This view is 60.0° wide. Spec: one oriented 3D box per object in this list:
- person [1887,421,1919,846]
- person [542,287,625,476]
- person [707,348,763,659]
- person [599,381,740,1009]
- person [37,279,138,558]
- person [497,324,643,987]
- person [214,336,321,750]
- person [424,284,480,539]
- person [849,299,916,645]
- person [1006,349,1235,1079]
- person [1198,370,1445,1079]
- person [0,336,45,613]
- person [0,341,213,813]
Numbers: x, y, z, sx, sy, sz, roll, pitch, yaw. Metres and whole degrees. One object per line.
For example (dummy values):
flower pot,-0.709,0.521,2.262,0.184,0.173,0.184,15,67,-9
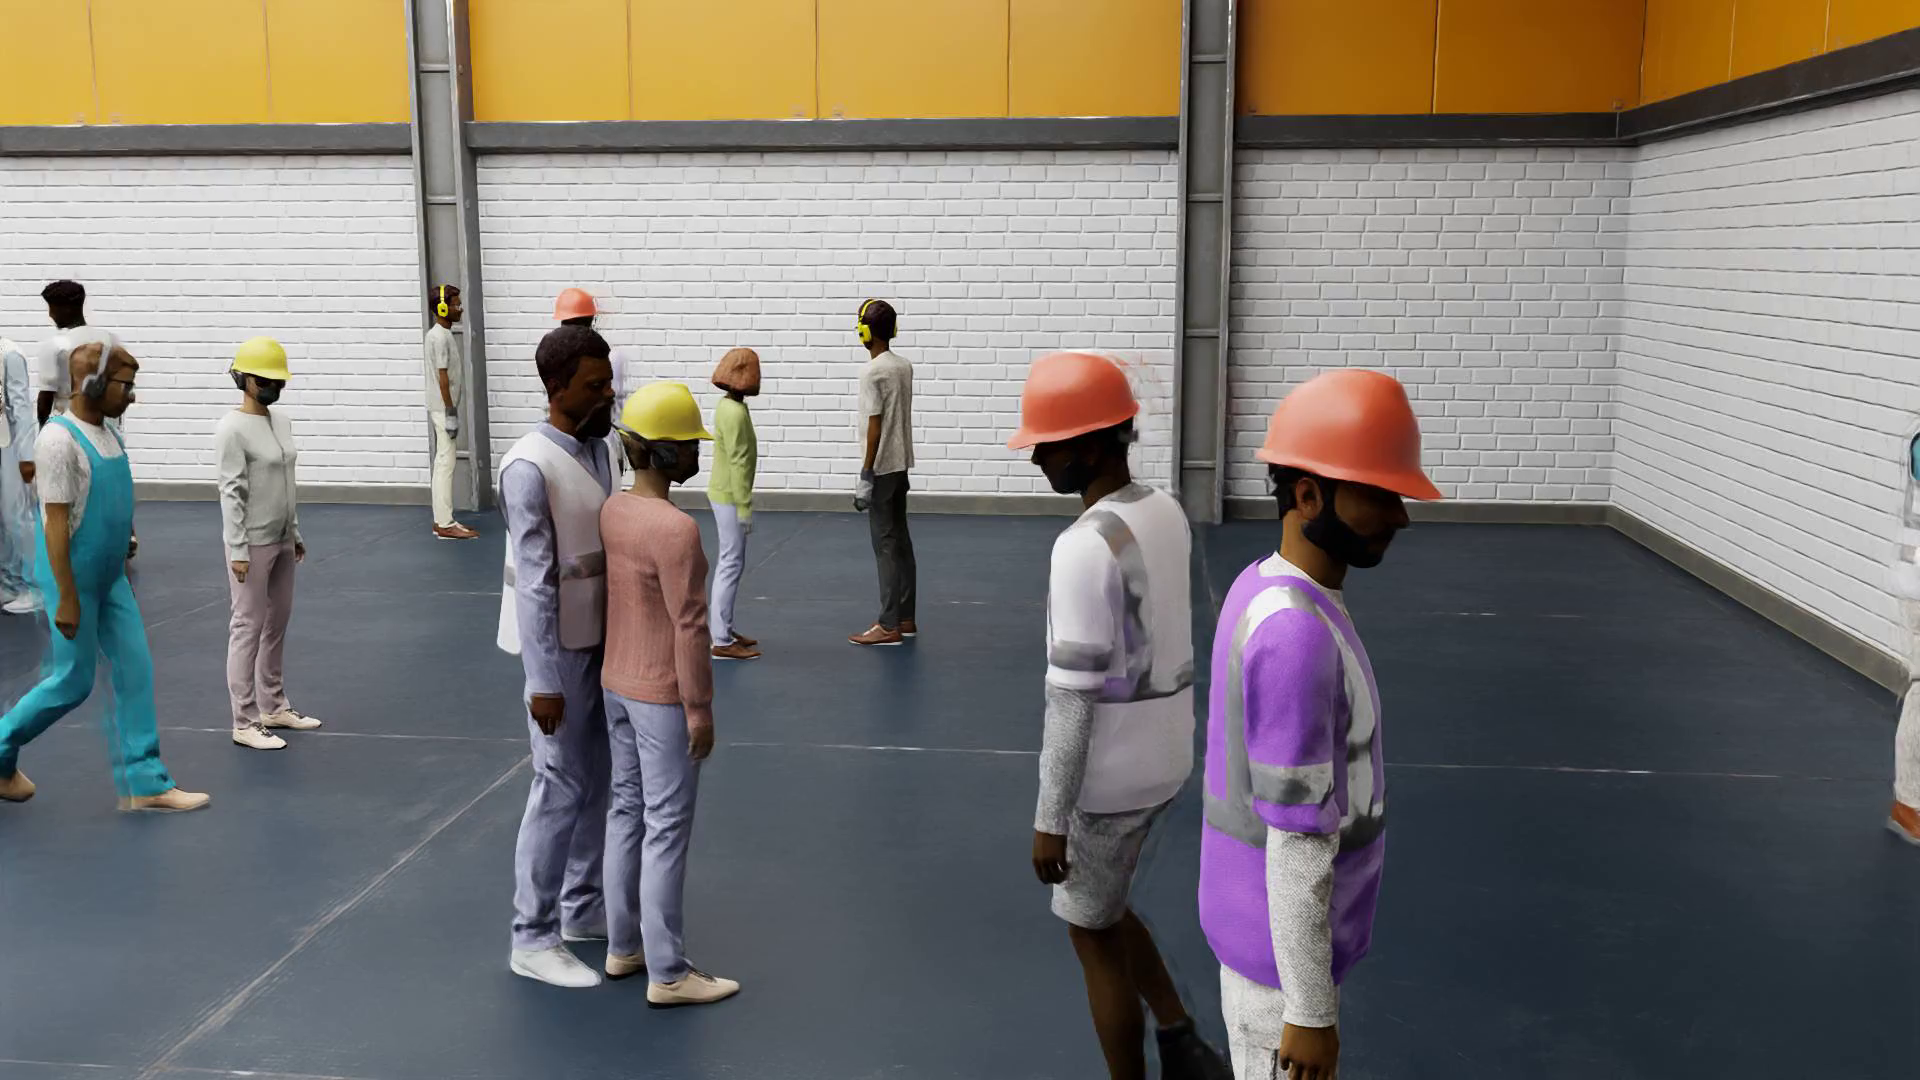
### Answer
person,3.554,0.186,5.754,0.682,1.902,0.645,-5,11,-25
person,-2.295,-0.611,10.314,0.552,1.908,0.867,4,11,23
person,-1.164,-0.187,8.678,0.304,1.620,0.520,-2,10,-10
person,-0.839,0.433,4.726,0.329,1.766,0.532,-8,12,-37
person,-5.823,-0.762,11.062,0.535,1.942,0.635,4,11,24
person,-1.151,0.329,4.894,0.376,1.917,0.597,2,10,9
person,-2.978,0.008,7.167,0.328,1.762,0.533,1,10,6
person,-3.787,-0.945,12.315,0.335,1.871,0.521,-4,11,-20
person,-0.422,-0.358,8.967,0.333,1.866,0.515,4,11,23
person,0.345,0.521,3.800,0.460,1.907,0.597,5,11,28
person,0.601,0.672,2.875,0.374,1.929,0.551,1,10,6
person,-5.668,-0.521,9.797,0.646,1.904,0.421,5,11,27
person,-3.315,0.162,6.207,0.835,1.799,0.542,0,10,-2
